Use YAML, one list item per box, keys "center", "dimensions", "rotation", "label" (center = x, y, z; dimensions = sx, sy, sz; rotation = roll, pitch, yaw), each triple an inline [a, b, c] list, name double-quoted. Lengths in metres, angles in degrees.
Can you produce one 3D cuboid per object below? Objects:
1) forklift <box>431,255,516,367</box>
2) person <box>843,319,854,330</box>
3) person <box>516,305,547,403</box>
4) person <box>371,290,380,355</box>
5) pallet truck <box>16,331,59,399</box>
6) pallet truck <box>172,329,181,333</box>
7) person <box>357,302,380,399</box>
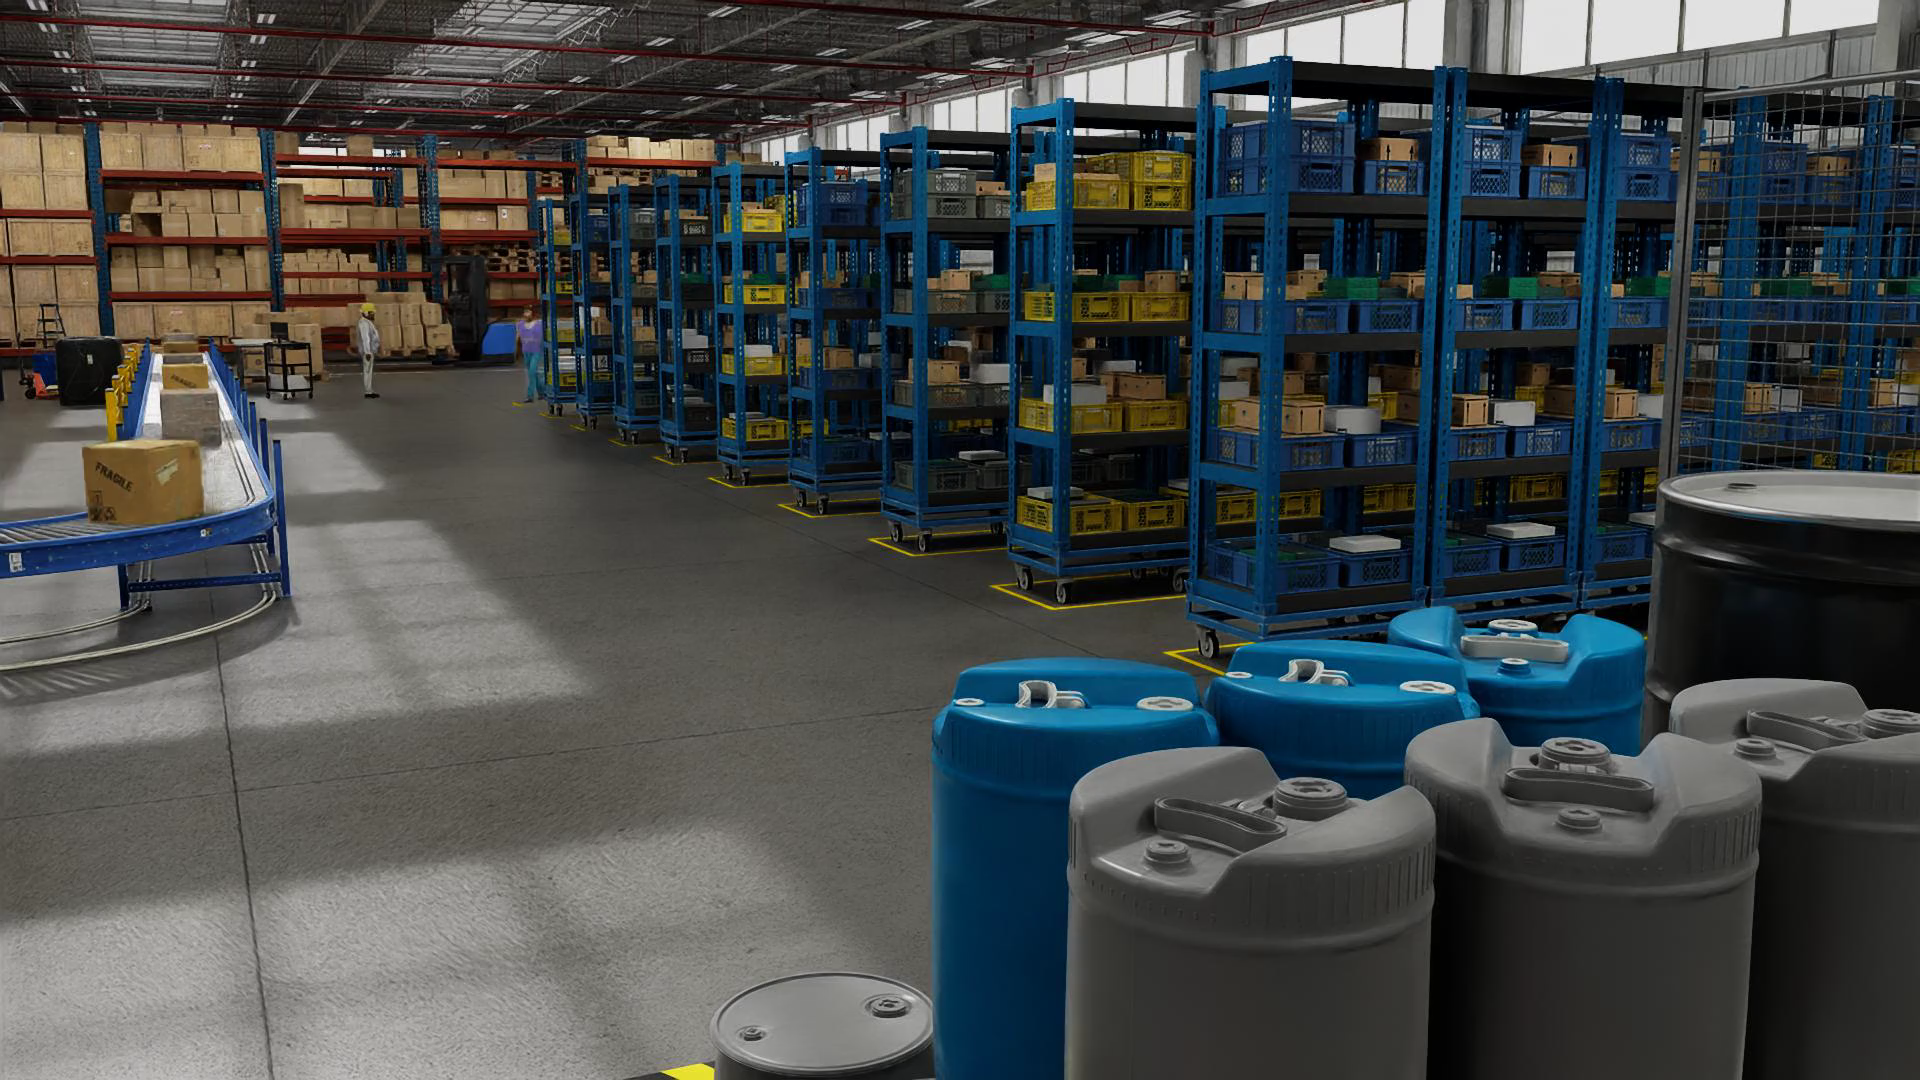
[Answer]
- center: [-12.404, -5.848, 42.367]
  dimensions: [1.129, 2.768, 1.873]
  rotation: [8, 12, 40]
  label: "forklift"
- center: [-2.688, -4.631, 37.853]
  dimensions: [0.638, 1.903, 0.409]
  rotation: [-8, 12, -40]
  label: "person"
- center: [-7.955, -3.477, 30.996]
  dimensions: [0.578, 1.810, 0.916]
  rotation: [2, 9, 13]
  label: "person"
- center: [-16.723, -6.209, 47.668]
  dimensions: [0.395, 1.890, 0.698]
  rotation: [2, 9, 13]
  label: "person"
- center: [-17.082, -3.353, 31.781]
  dimensions: [1.630, 1.274, 0.653]
  rotation: [-4, 10, -25]
  label: "pallet truck"
- center: [-17.275, -3.851, 35.096]
  dimensions: [1.601, 1.201, 0.680]
  rotation: [0, 9, 1]
  label: "pallet truck"
- center: [-11.268, -3.610, 31.727]
  dimensions: [0.404, 1.830, 0.599]
  rotation: [-3, 10, -16]
  label: "person"
